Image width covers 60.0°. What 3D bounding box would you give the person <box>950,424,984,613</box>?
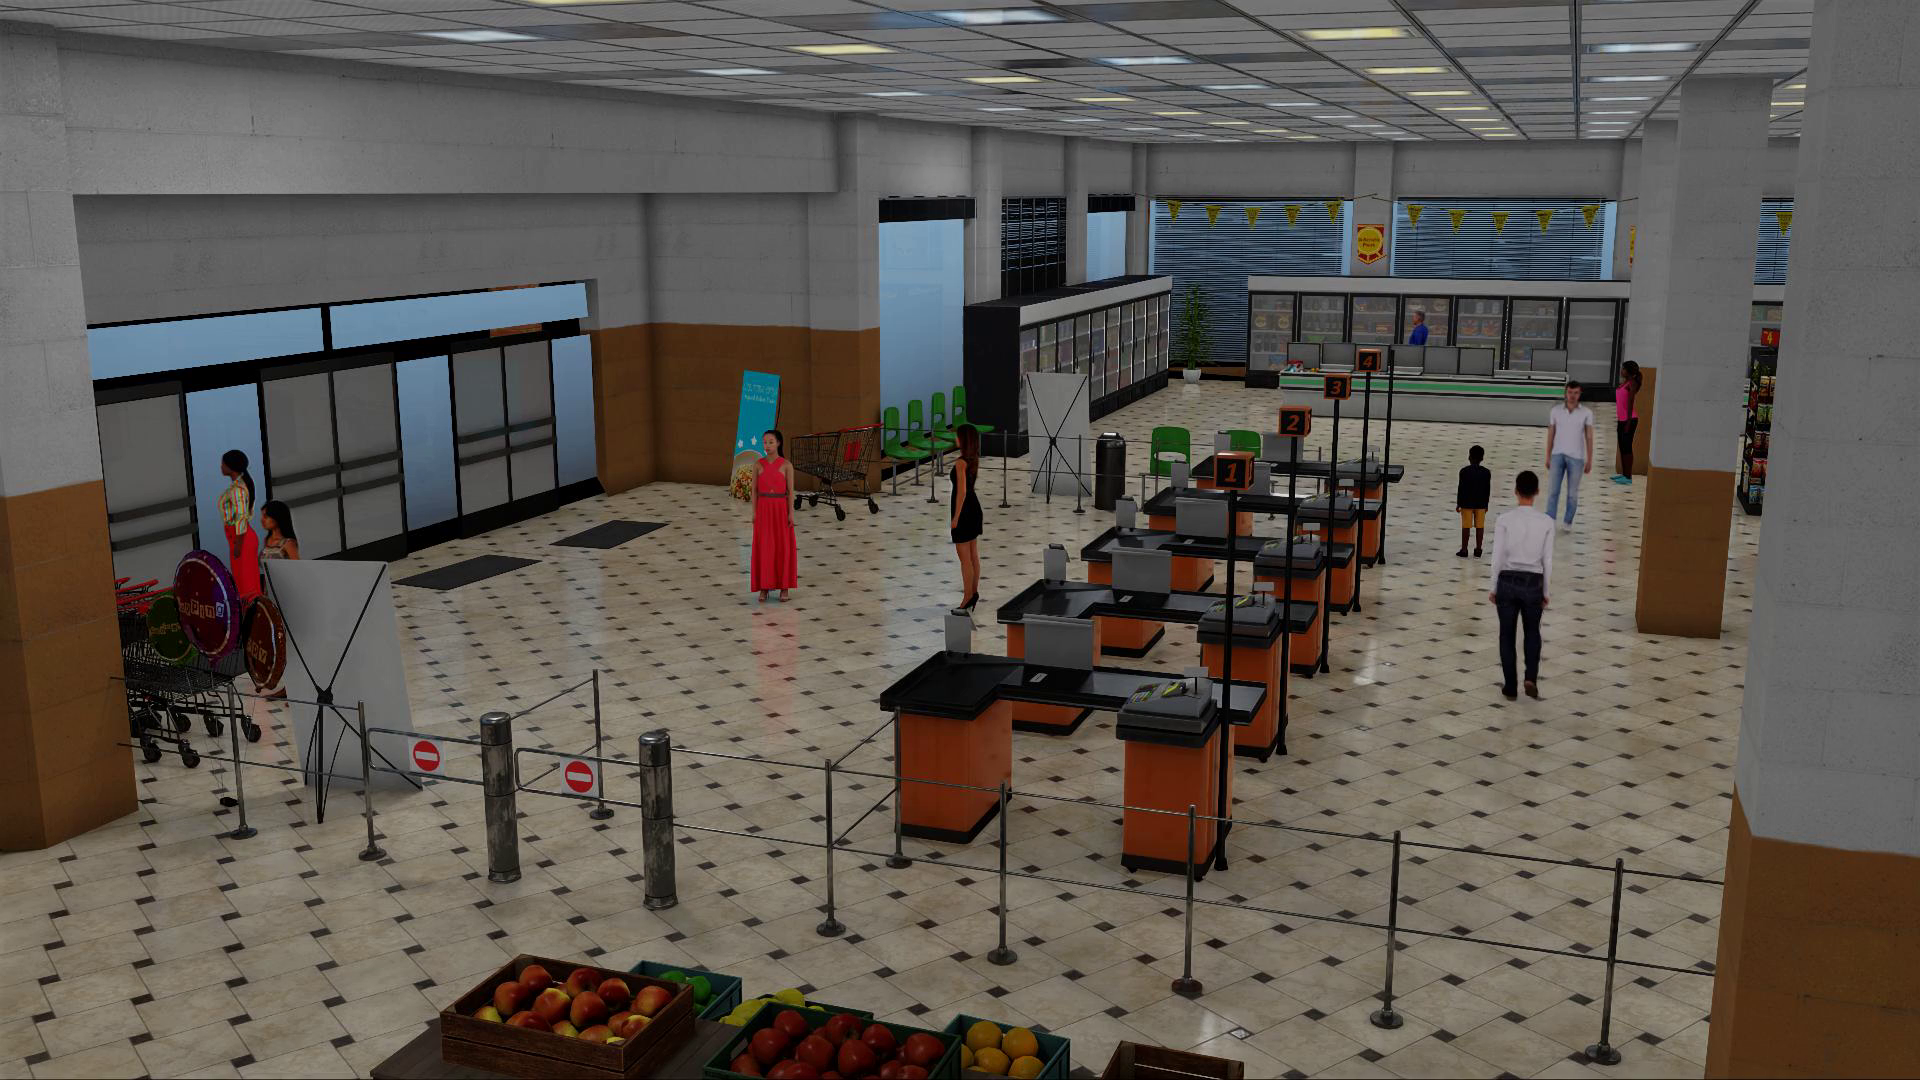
[{"bbox_3d":[0.058,-0.211,16.094,0.506,1.835,0.570,4,13,20],"label":"person"}]

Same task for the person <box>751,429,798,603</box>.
[{"bbox_3d":[-1.853,-0.241,16.501,0.608,1.726,0.742,0,12,2],"label":"person"}]

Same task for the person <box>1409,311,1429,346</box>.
[{"bbox_3d":[8.579,-3.376,31.140,0.562,1.829,0.729,5,13,24],"label":"person"}]

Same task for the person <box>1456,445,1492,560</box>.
[{"bbox_3d":[5.707,-0.426,18.483,0.553,1.271,0.645,0,12,0],"label":"person"}]

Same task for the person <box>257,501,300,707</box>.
[{"bbox_3d":[-5.365,0.492,13.218,0.575,1.644,0.767,9,15,36],"label":"person"}]

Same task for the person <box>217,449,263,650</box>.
[{"bbox_3d":[-6.388,0.079,14.821,0.703,1.793,0.677,-3,12,-14],"label":"person"}]

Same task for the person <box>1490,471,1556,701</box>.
[{"bbox_3d":[4.442,0.396,13.164,0.751,1.854,0.745,2,12,10],"label":"person"}]

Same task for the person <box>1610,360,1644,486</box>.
[{"bbox_3d":[9.309,-1.647,23.186,0.630,1.723,0.607,0,12,2],"label":"person"}]

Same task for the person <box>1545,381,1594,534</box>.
[{"bbox_3d":[7.211,-0.961,19.688,0.992,1.822,0.810,6,13,26],"label":"person"}]
